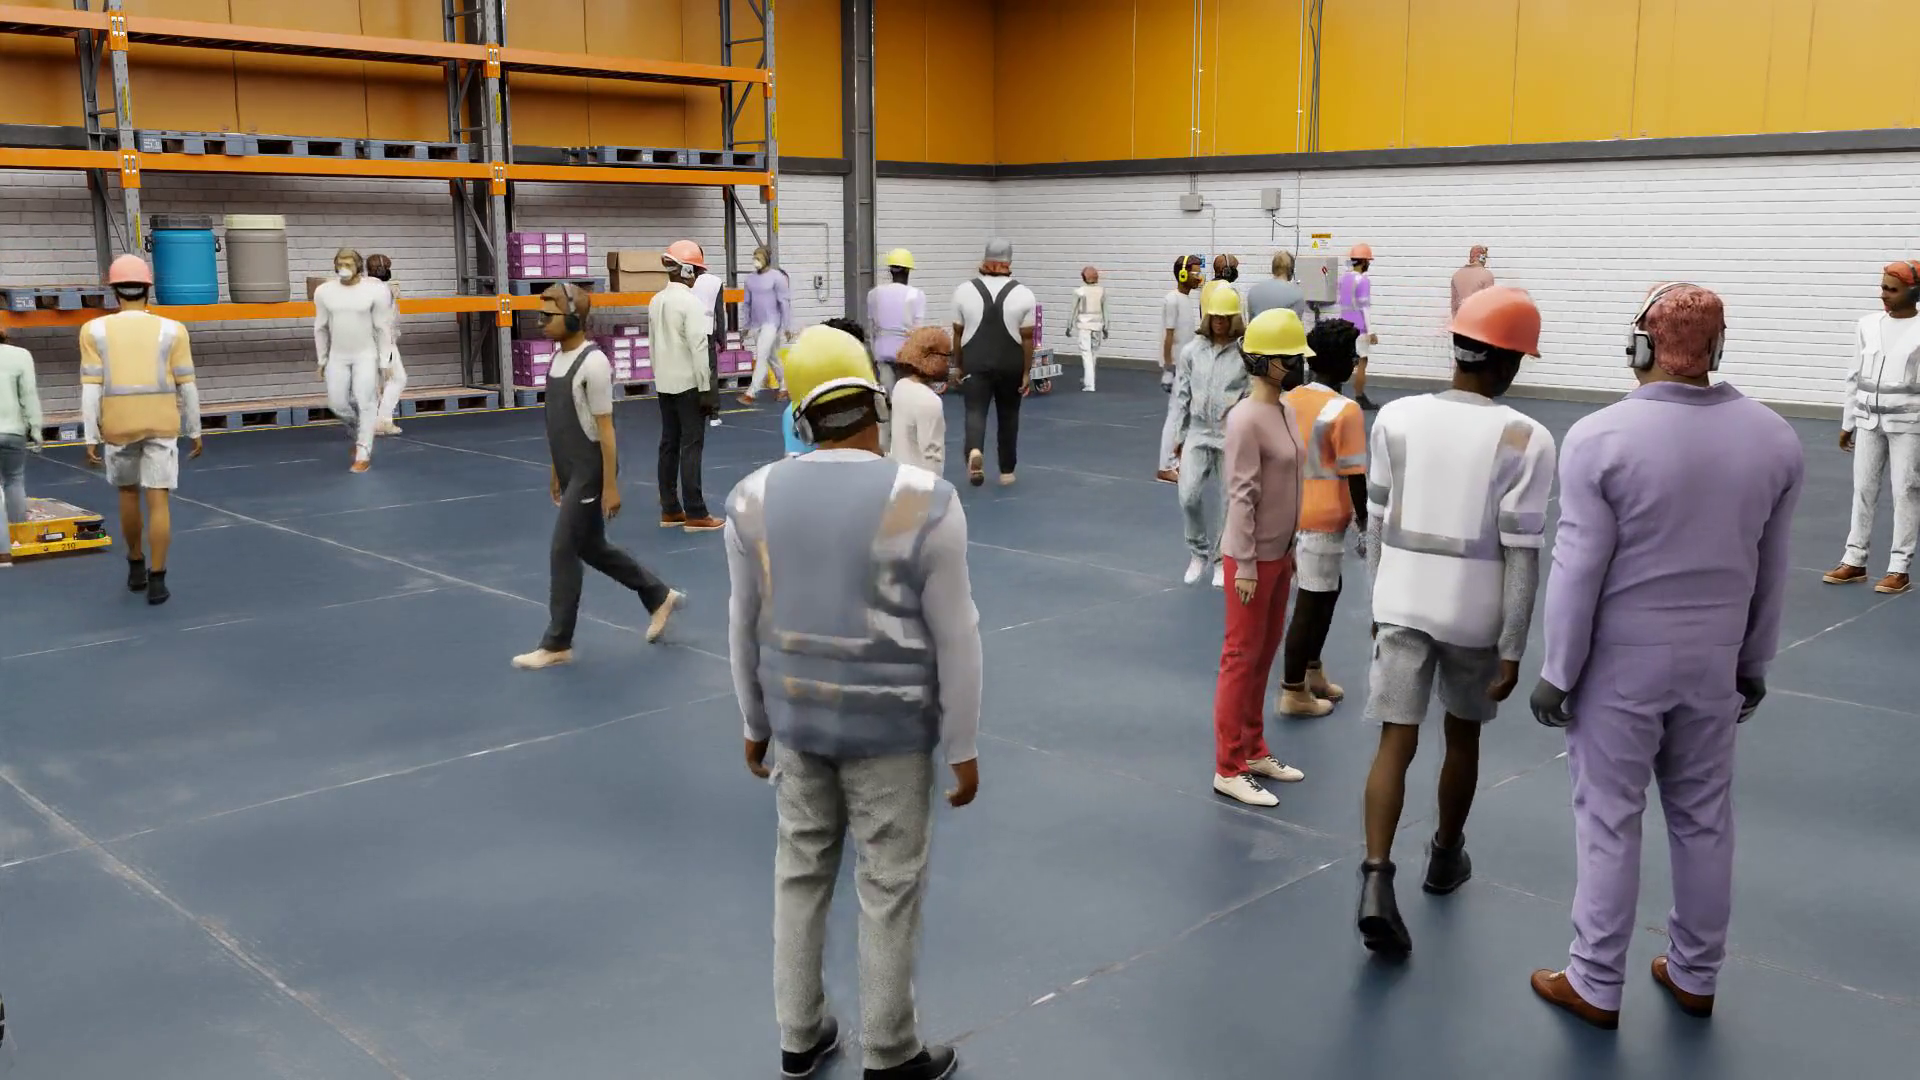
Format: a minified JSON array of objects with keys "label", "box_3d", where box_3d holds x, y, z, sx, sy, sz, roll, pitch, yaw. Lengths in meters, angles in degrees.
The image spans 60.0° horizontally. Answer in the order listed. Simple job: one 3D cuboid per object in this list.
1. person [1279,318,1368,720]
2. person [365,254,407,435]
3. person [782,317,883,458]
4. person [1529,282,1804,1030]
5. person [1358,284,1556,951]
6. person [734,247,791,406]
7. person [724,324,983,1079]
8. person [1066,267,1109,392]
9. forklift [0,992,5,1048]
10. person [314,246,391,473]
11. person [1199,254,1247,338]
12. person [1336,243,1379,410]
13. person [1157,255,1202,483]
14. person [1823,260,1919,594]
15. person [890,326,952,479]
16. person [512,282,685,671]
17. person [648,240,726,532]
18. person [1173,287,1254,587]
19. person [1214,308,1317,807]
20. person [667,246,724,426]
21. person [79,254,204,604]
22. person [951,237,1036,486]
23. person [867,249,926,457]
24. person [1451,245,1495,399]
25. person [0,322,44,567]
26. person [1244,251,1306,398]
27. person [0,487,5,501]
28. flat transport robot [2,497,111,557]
[{"label":"person","box_3d":[1.558,-0.082,6.947,0.524,1.678,0.558,-4,11,-19]},{"label":"person","box_3d":[-5.850,-1.955,16.768,0.472,1.833,0.672,-9,14,-40]},{"label":"person","box_3d":[-0.497,-0.058,6.798,0.319,1.695,0.538,8,13,38]},{"label":"person","box_3d":[1.768,0.302,4.265,0.655,1.906,0.407,-2,11,-11]},{"label":"person","box_3d":[1.384,0.219,4.768,0.549,1.895,0.942,6,12,29]},{"label":"person","box_3d":[-2.352,-2.574,20.005,0.644,1.887,1.045,8,13,37]},{"label":"person","box_3d":[-0.242,0.427,3.866,0.631,1.812,0.404,5,11,24]},{"label":"person","box_3d":[1.630,-2.741,21.688,0.537,1.605,0.760,-4,11,-22]},{"label":"forklift","box_3d":[-3.245,0.323,3.363,2.313,2.155,1.214,2,11,13]},{"label":"person","box_3d":[-5.194,-1.547,14.282,0.646,1.928,0.536,0,10,-1]},{"label":"person","box_3d":[2.574,-1.862,16.241,0.429,1.845,0.621,-3,11,-17]},{"label":"person","box_3d":[4.612,-2.453,19.223,0.508,1.927,0.564,-2,11,-13]},{"label":"person","box_3d":[1.822,-1.405,13.704,0.346,1.862,0.532,5,11,25]},{"label":"person","box_3d":[5.295,-0.642,9.469,0.355,1.886,0.572,-6,12,-30]},{"label":"person","box_3d":[-0.265,-0.192,7.756,0.581,1.612,0.530,-4,11,-22]},{"label":"person","box_3d":[-1.726,-0.315,7.914,0.867,1.818,0.519,-7,13,-35]},{"label":"person","box_3d":[-1.890,-1.052,11.427,0.387,1.988,0.608,-10,14,-42]},{"label":"person","box_3d":[1.472,-0.577,9.534,0.517,1.728,0.450,3,11,18]},{"label":"person","box_3d":[1.104,0.057,5.982,0.310,1.768,0.533,5,12,28]},{"label":"person","box_3d":[-2.789,-2.154,17.629,0.590,1.917,0.397,-2,11,-12]},{"label":"person","box_3d":[-4.564,-0.631,9.326,0.575,1.905,0.796,-4,11,-20]},{"label":"person","box_3d":[0.267,-1.422,13.297,0.681,2.000,0.797,1,10,4]},{"label":"person","box_3d":[-0.533,-1.698,15.220,0.590,1.893,0.889,3,11,18]},{"label":"person","box_3d":[6.379,-2.690,20.599,0.407,1.902,0.639,-7,12,-32]},{"label":"person","box_3d":[-6.008,-0.657,10.287,0.526,1.606,0.644,-9,14,-41]},{"label":"person","box_3d":[2.877,-1.703,15.279,0.647,1.892,1.036,9,14,41]},{"label":"person","box_3d":[-7.087,-1.081,11.662,0.660,1.963,0.639,-6,12,-30]},{"label":"flat transport robot","box_3d":[-6.170,-0.100,10.916,0.652,0.197,1.431,-10,15,-44]}]
